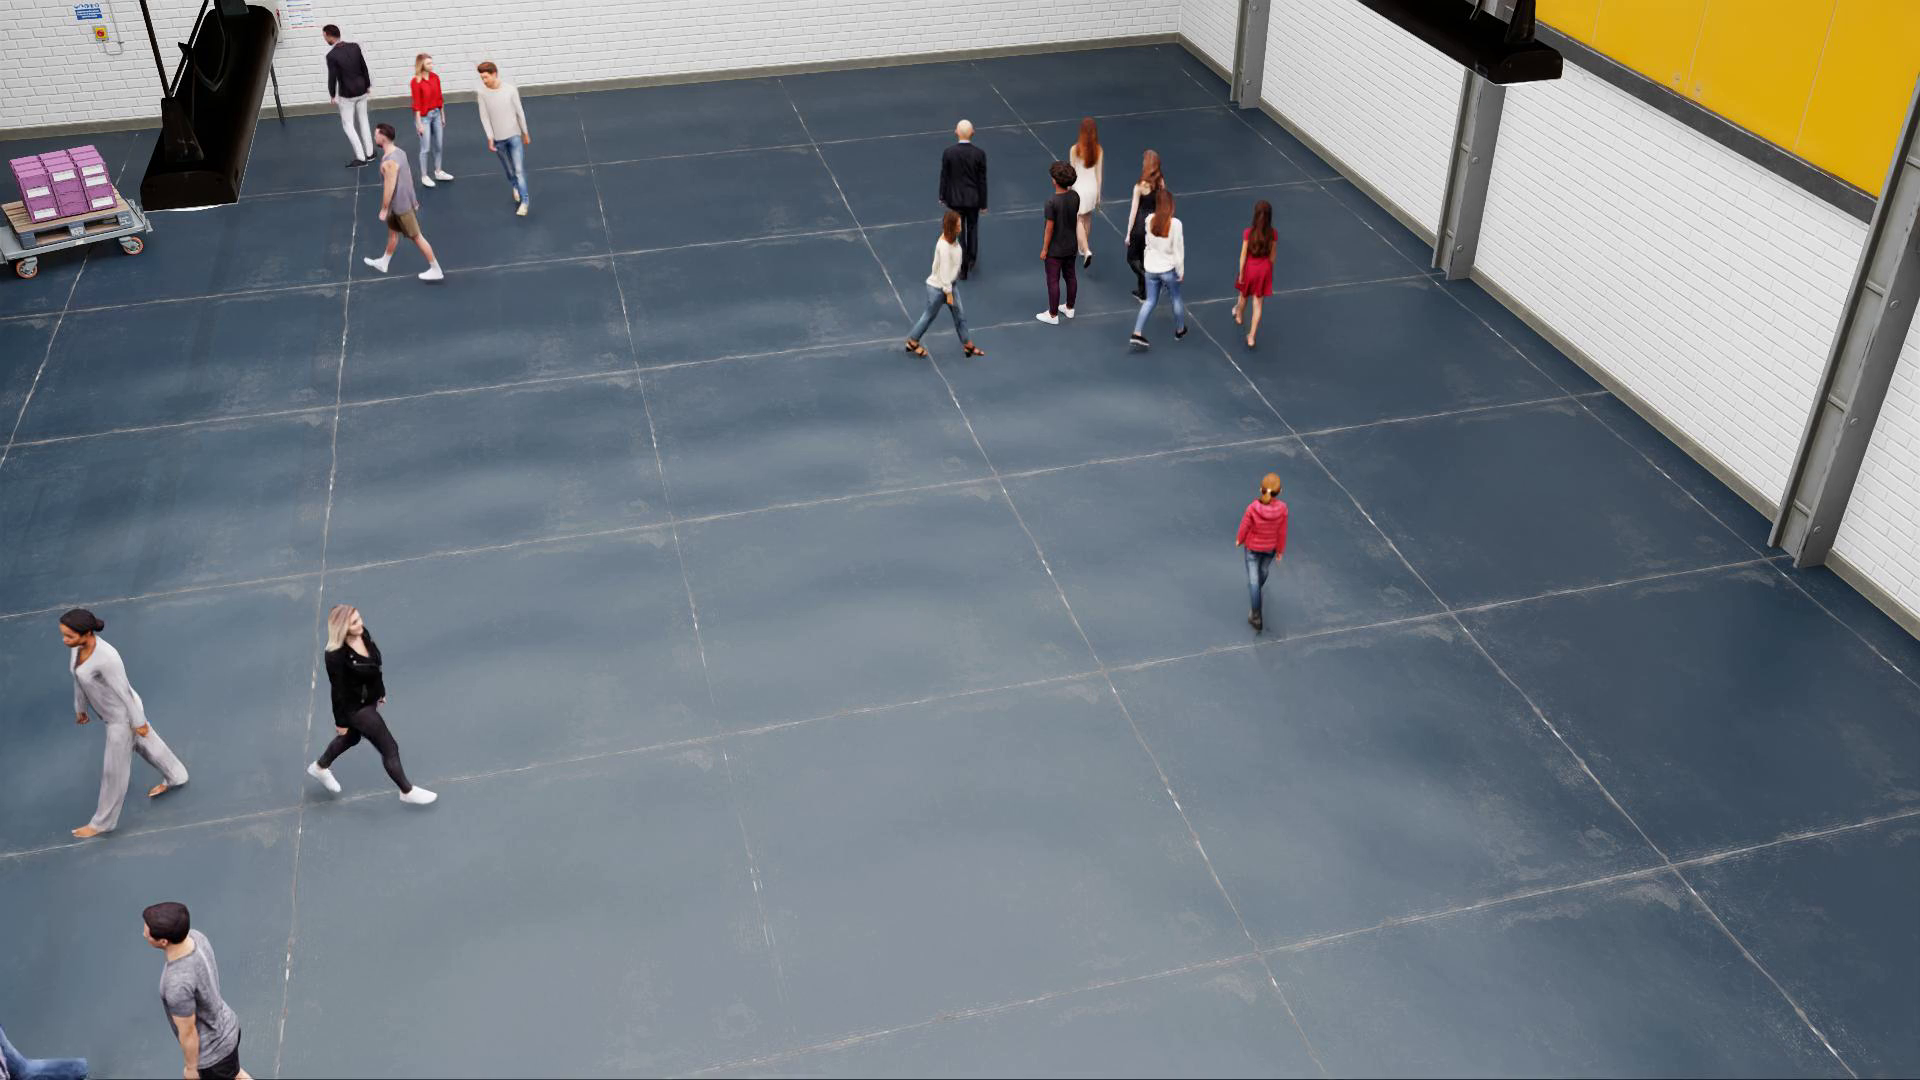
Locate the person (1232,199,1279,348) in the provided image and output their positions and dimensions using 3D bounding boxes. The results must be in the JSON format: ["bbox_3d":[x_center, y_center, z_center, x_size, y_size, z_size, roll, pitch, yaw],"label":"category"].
[{"bbox_3d":[3.086,-2.736,17.256,0.708,1.517,1.039,-1,34,-1],"label":"person"}]

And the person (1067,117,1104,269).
[{"bbox_3d":[1.427,-3.916,18.875,0.544,1.690,1.020,-8,34,-12],"label":"person"}]

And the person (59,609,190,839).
[{"bbox_3d":[-5.626,1.129,11.282,1.137,1.692,1.105,27,42,34],"label":"person"}]

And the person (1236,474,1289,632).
[{"bbox_3d":[2.396,0.108,13.183,0.626,1.288,0.934,-2,34,-3],"label":"person"}]

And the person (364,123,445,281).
[{"bbox_3d":[-6.097,-3.703,18.423,0.857,1.801,1.118,-2,34,-3],"label":"person"}]

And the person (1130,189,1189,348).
[{"bbox_3d":[2.033,-2.761,17.168,1.058,1.655,1.073,26,42,34],"label":"person"}]

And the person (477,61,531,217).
[{"bbox_3d":[-5.538,-4.911,20.246,0.801,1.828,1.251,-7,34,-10],"label":"person"}]

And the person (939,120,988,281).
[{"bbox_3d":[0.048,-3.756,18.555,0.766,1.778,0.903,-3,34,-5],"label":"person"}]

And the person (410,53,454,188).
[{"bbox_3d":[-6.700,-5.300,20.955,0.793,1.691,0.742,21,39,28],"label":"person"}]

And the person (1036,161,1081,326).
[{"bbox_3d":[1.070,-3.163,17.657,0.716,1.784,0.721,-26,41,-33],"label":"person"}]

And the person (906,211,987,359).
[{"bbox_3d":[-0.264,-2.583,16.915,1.073,1.638,1.122,7,34,10],"label":"person"}]

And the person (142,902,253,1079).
[{"bbox_3d":[-3.976,2.642,8.851,0.732,1.864,0.512,-7,34,-10],"label":"person"}]

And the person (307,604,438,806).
[{"bbox_3d":[-4.169,1.136,11.319,0.997,1.641,1.188,4,34,7],"label":"person"}]

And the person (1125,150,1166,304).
[{"bbox_3d":[2.058,-3.315,17.935,0.747,1.729,0.904,-19,38,-26],"label":"person"}]

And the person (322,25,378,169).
[{"bbox_3d":[-7.864,-5.790,21.584,0.907,1.812,0.921,-21,39,-28],"label":"person"}]
